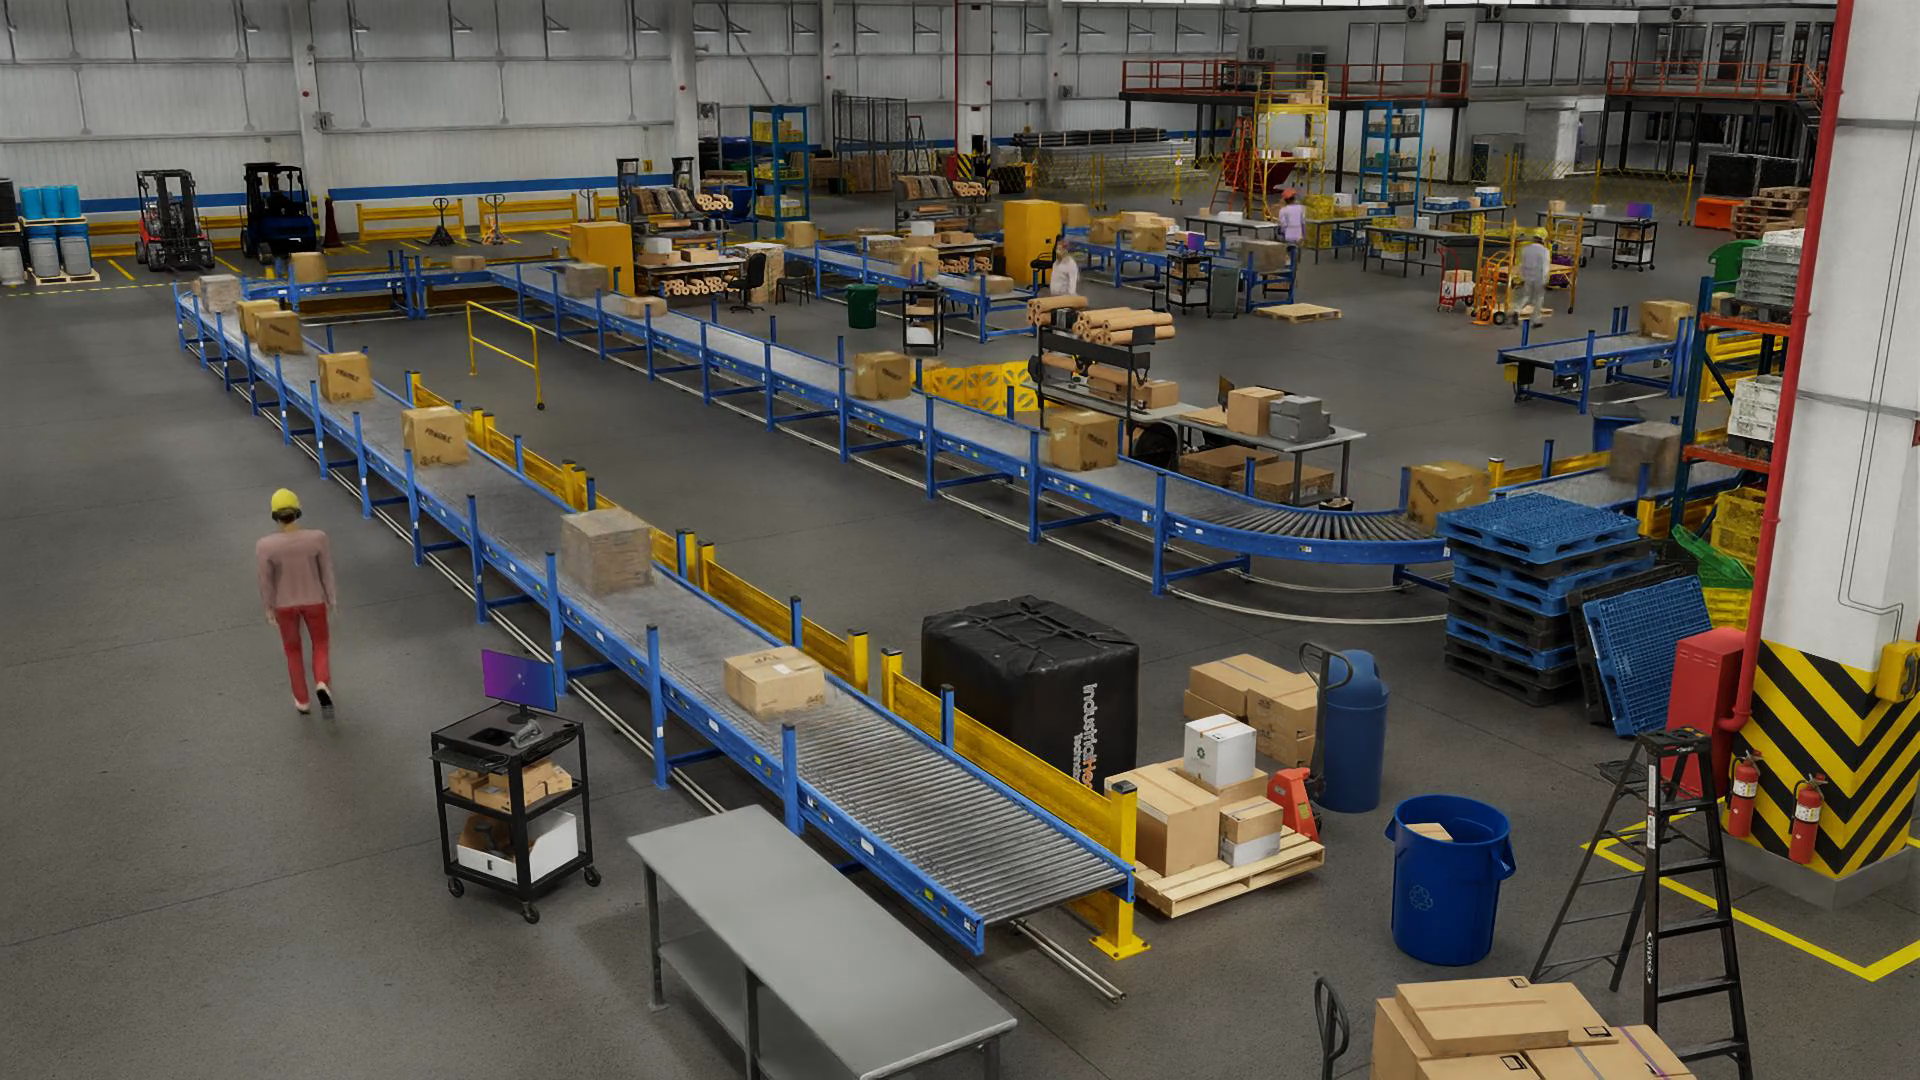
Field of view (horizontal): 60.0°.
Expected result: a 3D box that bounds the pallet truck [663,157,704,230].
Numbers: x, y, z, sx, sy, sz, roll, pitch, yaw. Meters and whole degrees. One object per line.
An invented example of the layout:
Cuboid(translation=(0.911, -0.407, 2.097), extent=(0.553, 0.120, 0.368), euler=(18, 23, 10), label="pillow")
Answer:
Cuboid(translation=(-7.586, -9.308, 44.692), extent=(0.823, 1.965, 1.885), euler=(-11, 20, -33), label="pallet truck")

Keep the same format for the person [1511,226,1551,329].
Cuboid(translation=(10.145, -4.632, 29.453), extent=(0.611, 1.818, 0.602), euler=(-11, 20, -32), label="person")

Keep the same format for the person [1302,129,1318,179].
Cuboid(translation=(12.997, -14.310, 61.632), extent=(0.520, 1.826, 0.787), euler=(-13, 21, -37), label="person")

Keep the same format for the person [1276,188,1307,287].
Cuboid(translation=(6.860, -6.322, 34.740), extent=(0.642, 2.005, 0.846), euler=(-6, 18, -19), label="person")

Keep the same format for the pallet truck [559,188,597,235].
Cuboid(translation=(-10.010, -8.652, 43.699), extent=(0.653, 1.274, 1.630), euler=(-10, 20, -31), label="pallet truck")

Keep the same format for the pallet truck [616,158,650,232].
Cuboid(translation=(-8.918, -9.176, 44.255), extent=(0.823, 1.965, 1.885), euler=(-9, 19, -27), label="pallet truck")

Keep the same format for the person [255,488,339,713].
Cuboid(translation=(-5.001, 0.466, 12.586), extent=(0.548, 1.752, 0.392), euler=(-8, 19, -25), label="person")

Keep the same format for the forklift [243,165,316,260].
Cuboid(translation=(-15.898, -7.669, 38.708), extent=(1.157, 1.987, 2.680), euler=(-11, 20, -33), label="forklift")

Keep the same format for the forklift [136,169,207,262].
Cuboid(translation=(-17.842, -7.318, 37.559), extent=(1.157, 1.987, 2.680), euler=(-10, 20, -31), label="forklift")

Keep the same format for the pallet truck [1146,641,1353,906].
Cuboid(translation=(1.664, 1.407, 10.232), extent=(1.630, 1.274, 0.653), euler=(-10, 20, -31), label="pallet truck")

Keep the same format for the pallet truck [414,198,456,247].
Cuboid(translation=(-13.250, -8.060, 41.856), extent=(0.680, 1.201, 1.601), euler=(-10, 20, -31), label="pallet truck")

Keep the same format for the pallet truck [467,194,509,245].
Cuboid(translation=(-11.983, -8.177, 42.137), extent=(0.704, 1.261, 1.522), euler=(-11, 20, -33), label="pallet truck")

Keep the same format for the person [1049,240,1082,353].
Cuboid(translation=(1.685, -3.898, 26.863), extent=(0.617, 1.893, 0.659), euler=(-6, 18, -19), label="person")

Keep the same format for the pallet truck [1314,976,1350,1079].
Cuboid(translation=(2.299, 2.390, 7.086), extent=(1.601, 1.201, 0.680), euler=(-2, 17, -7), label="pallet truck")
